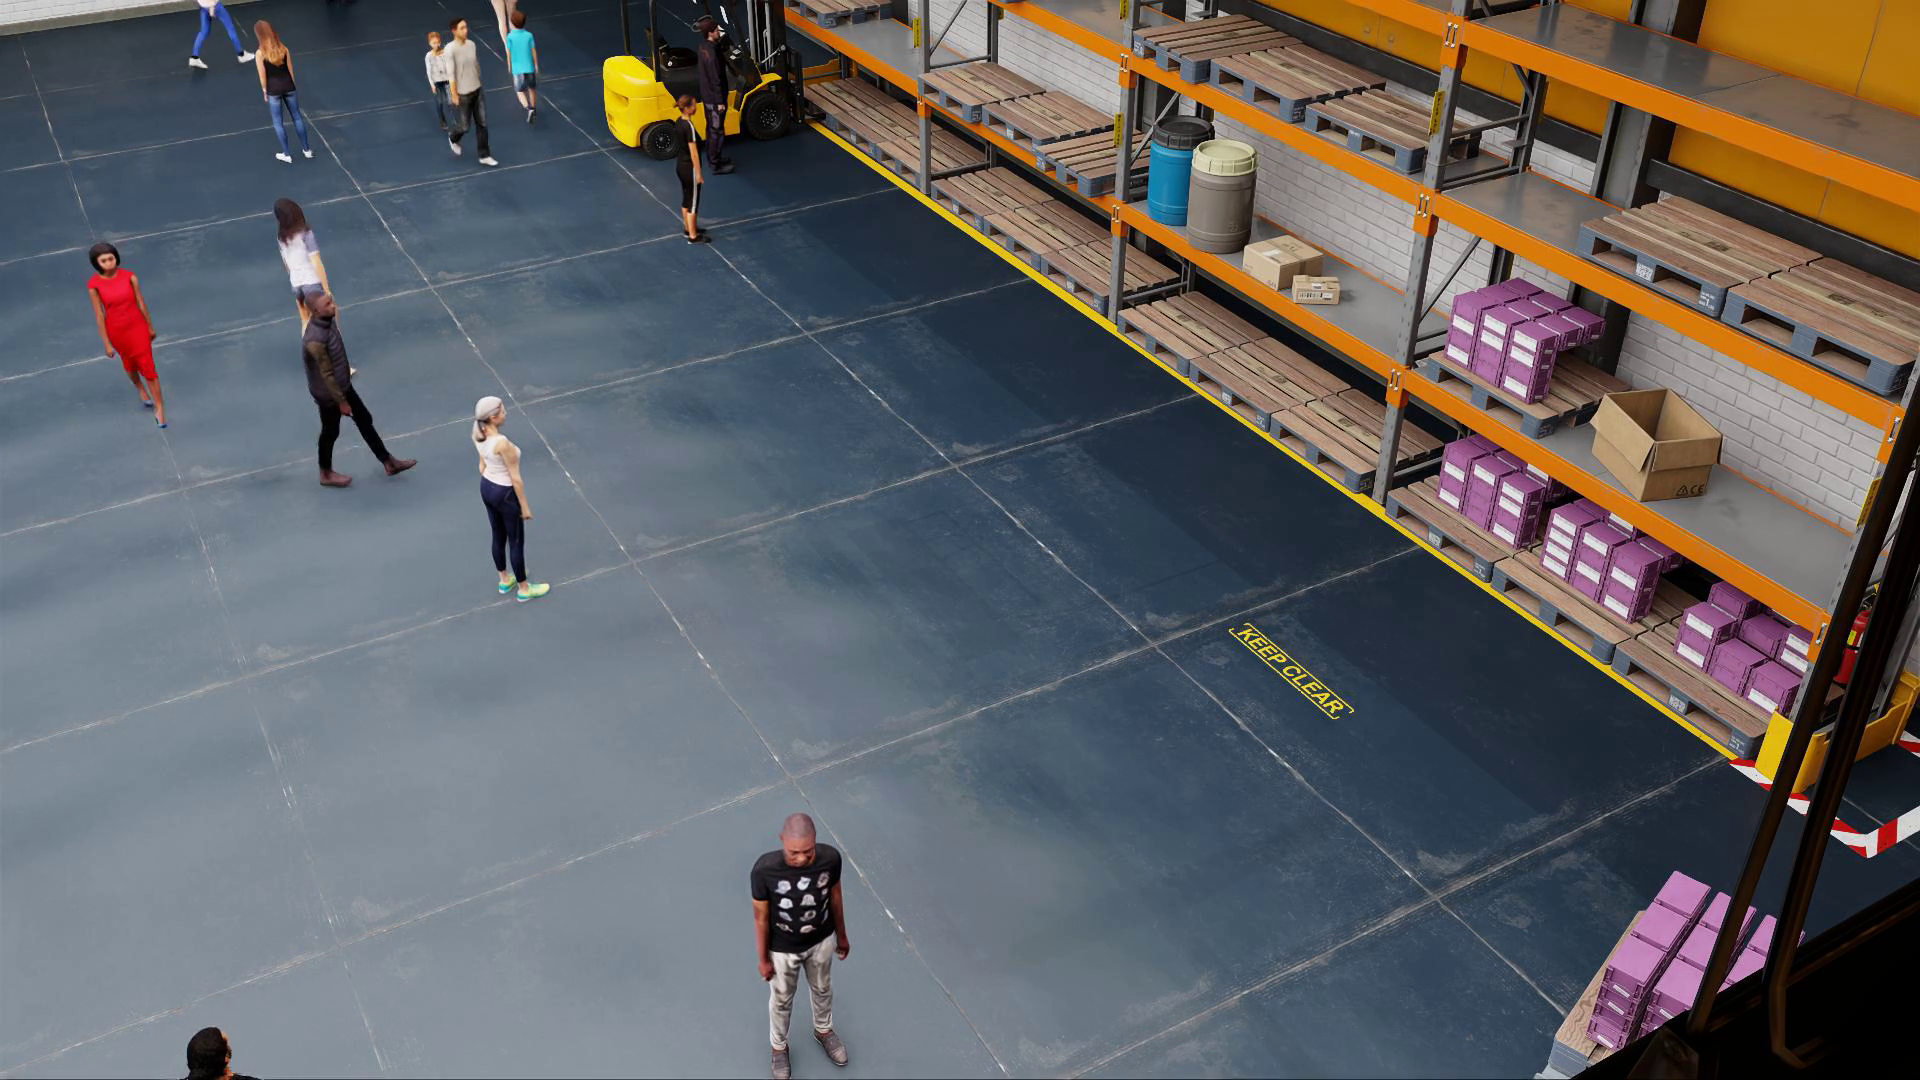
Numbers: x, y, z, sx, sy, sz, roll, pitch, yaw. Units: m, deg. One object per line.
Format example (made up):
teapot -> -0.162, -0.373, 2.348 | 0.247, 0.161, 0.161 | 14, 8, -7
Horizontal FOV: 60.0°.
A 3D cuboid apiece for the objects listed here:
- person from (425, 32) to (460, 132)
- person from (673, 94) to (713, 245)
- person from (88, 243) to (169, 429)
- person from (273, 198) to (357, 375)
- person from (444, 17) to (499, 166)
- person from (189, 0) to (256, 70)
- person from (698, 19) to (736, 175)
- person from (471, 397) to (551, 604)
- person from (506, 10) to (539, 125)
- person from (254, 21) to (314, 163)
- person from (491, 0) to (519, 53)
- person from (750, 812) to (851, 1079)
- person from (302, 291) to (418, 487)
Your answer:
person -> -6.690, -5.871, 21.351 | 0.494, 1.293, 0.849 | -19, 38, -26
person -> -2.994, -4.100, 18.347 | 0.649, 1.668, 0.472 | -15, 37, -22
person -> -7.497, -1.863, 14.958 | 0.621, 1.695, 1.107 | -19, 38, -26
person -> -6.112, -2.363, 15.699 | 0.715, 1.708, 0.829 | 21, 39, 29
person -> -6.073, -5.478, 20.306 | 1.092, 1.795, 0.909 | 21, 39, 28
person -> -10.625, -7.460, 23.351 | 1.195, 1.726, 0.958 | 26, 42, 34
person -> -2.987, -5.369, 20.102 | 0.798, 1.840, 0.563 | -12, 35, -17
person -> -3.474, -0.313, 12.616 | 0.595, 1.706, 0.730 | 24, 40, 31
person -> -5.669, -6.130, 21.614 | 0.524, 1.434, 0.817 | -16, 37, -23
person -> -8.327, -5.517, 20.431 | 0.674, 1.722, 0.625 | -25, 41, -32
person -> -6.615, -7.839, 24.039 | 0.753, 1.594, 1.099 | -8, 35, -12
person -> -0.852, 2.122, 8.866 | 0.692, 1.802, 0.646 | -12, 35, -17
person -> -5.326, -1.235, 13.918 | 1.089, 1.800, 1.136 | -1, 34, -2
